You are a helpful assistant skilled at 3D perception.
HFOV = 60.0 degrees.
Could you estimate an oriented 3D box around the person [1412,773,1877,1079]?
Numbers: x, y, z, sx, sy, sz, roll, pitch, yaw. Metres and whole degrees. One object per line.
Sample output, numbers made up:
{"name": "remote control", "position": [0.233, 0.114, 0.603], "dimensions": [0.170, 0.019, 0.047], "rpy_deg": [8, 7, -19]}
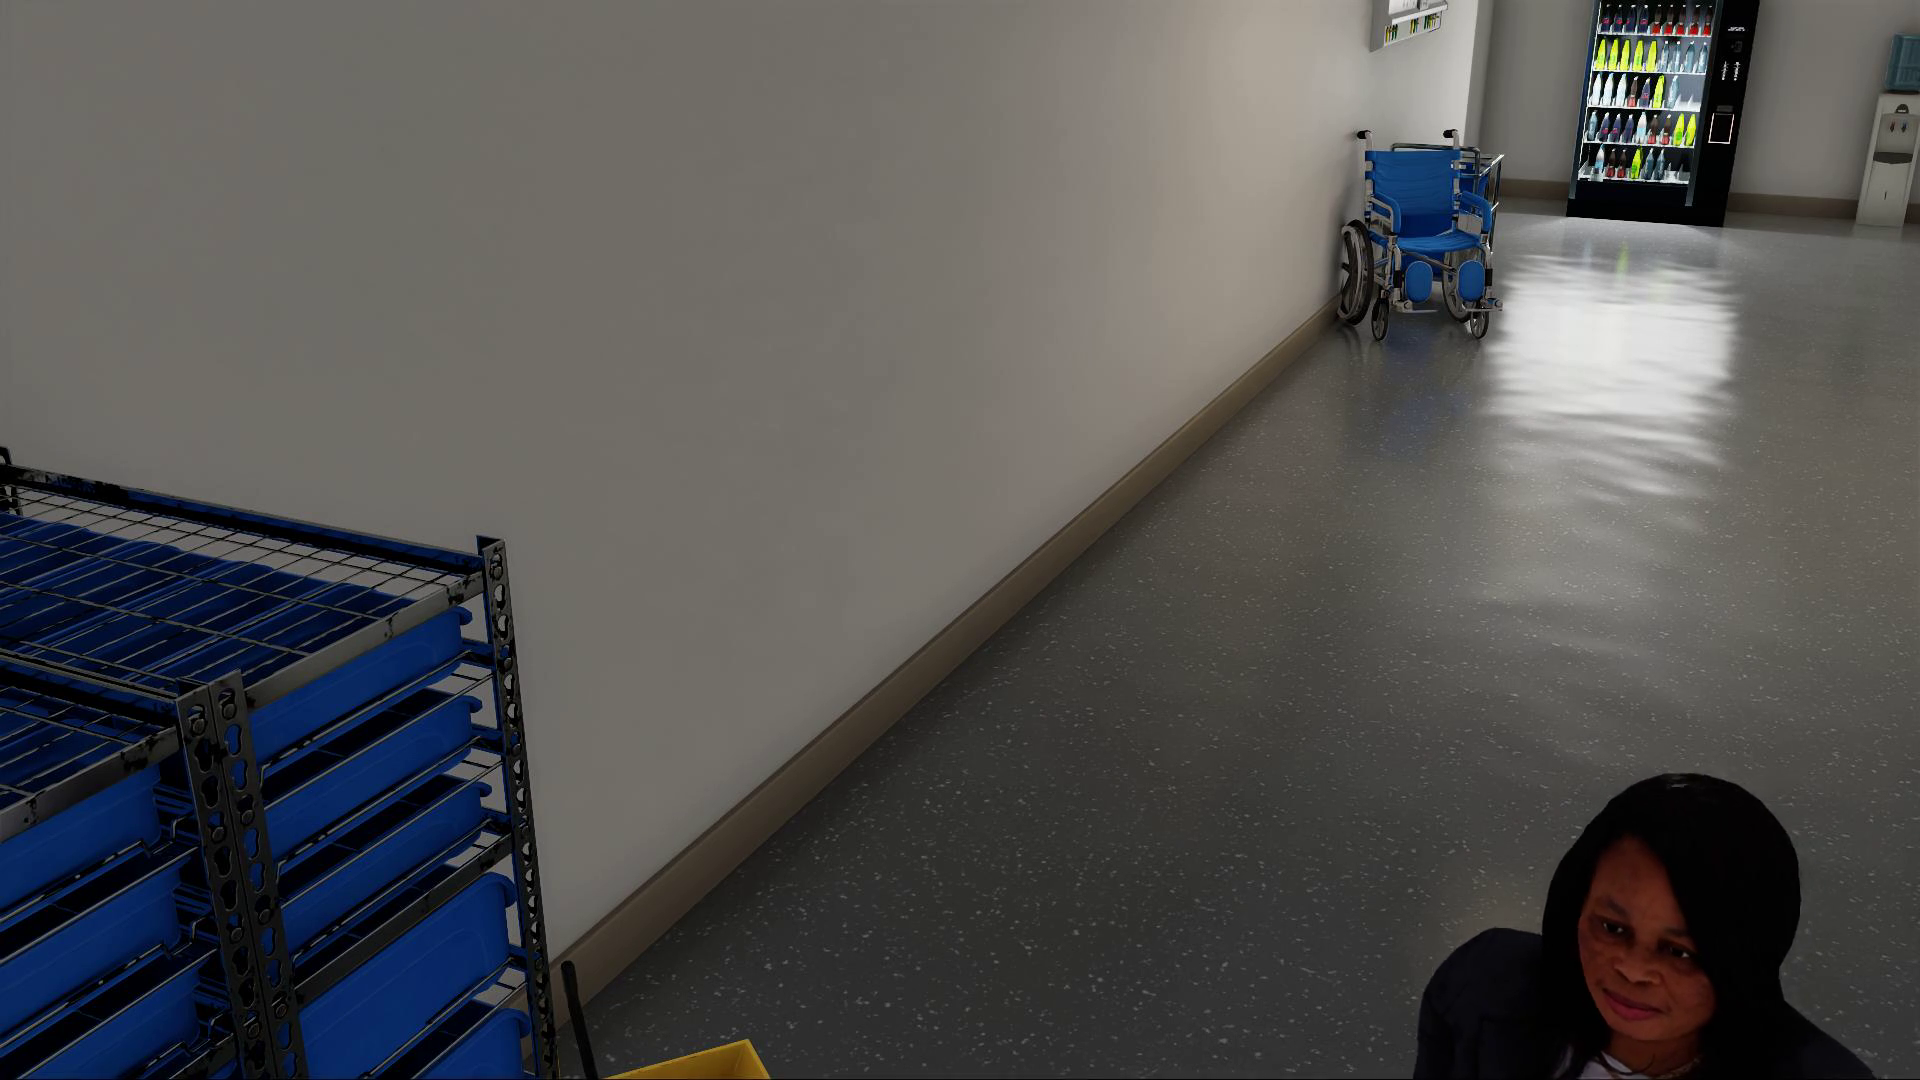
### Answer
{"name": "person", "position": [0.709, 0.998, 1.911], "dimensions": [0.635, 1.598, 0.766], "rpy_deg": [14, 25, 33]}
